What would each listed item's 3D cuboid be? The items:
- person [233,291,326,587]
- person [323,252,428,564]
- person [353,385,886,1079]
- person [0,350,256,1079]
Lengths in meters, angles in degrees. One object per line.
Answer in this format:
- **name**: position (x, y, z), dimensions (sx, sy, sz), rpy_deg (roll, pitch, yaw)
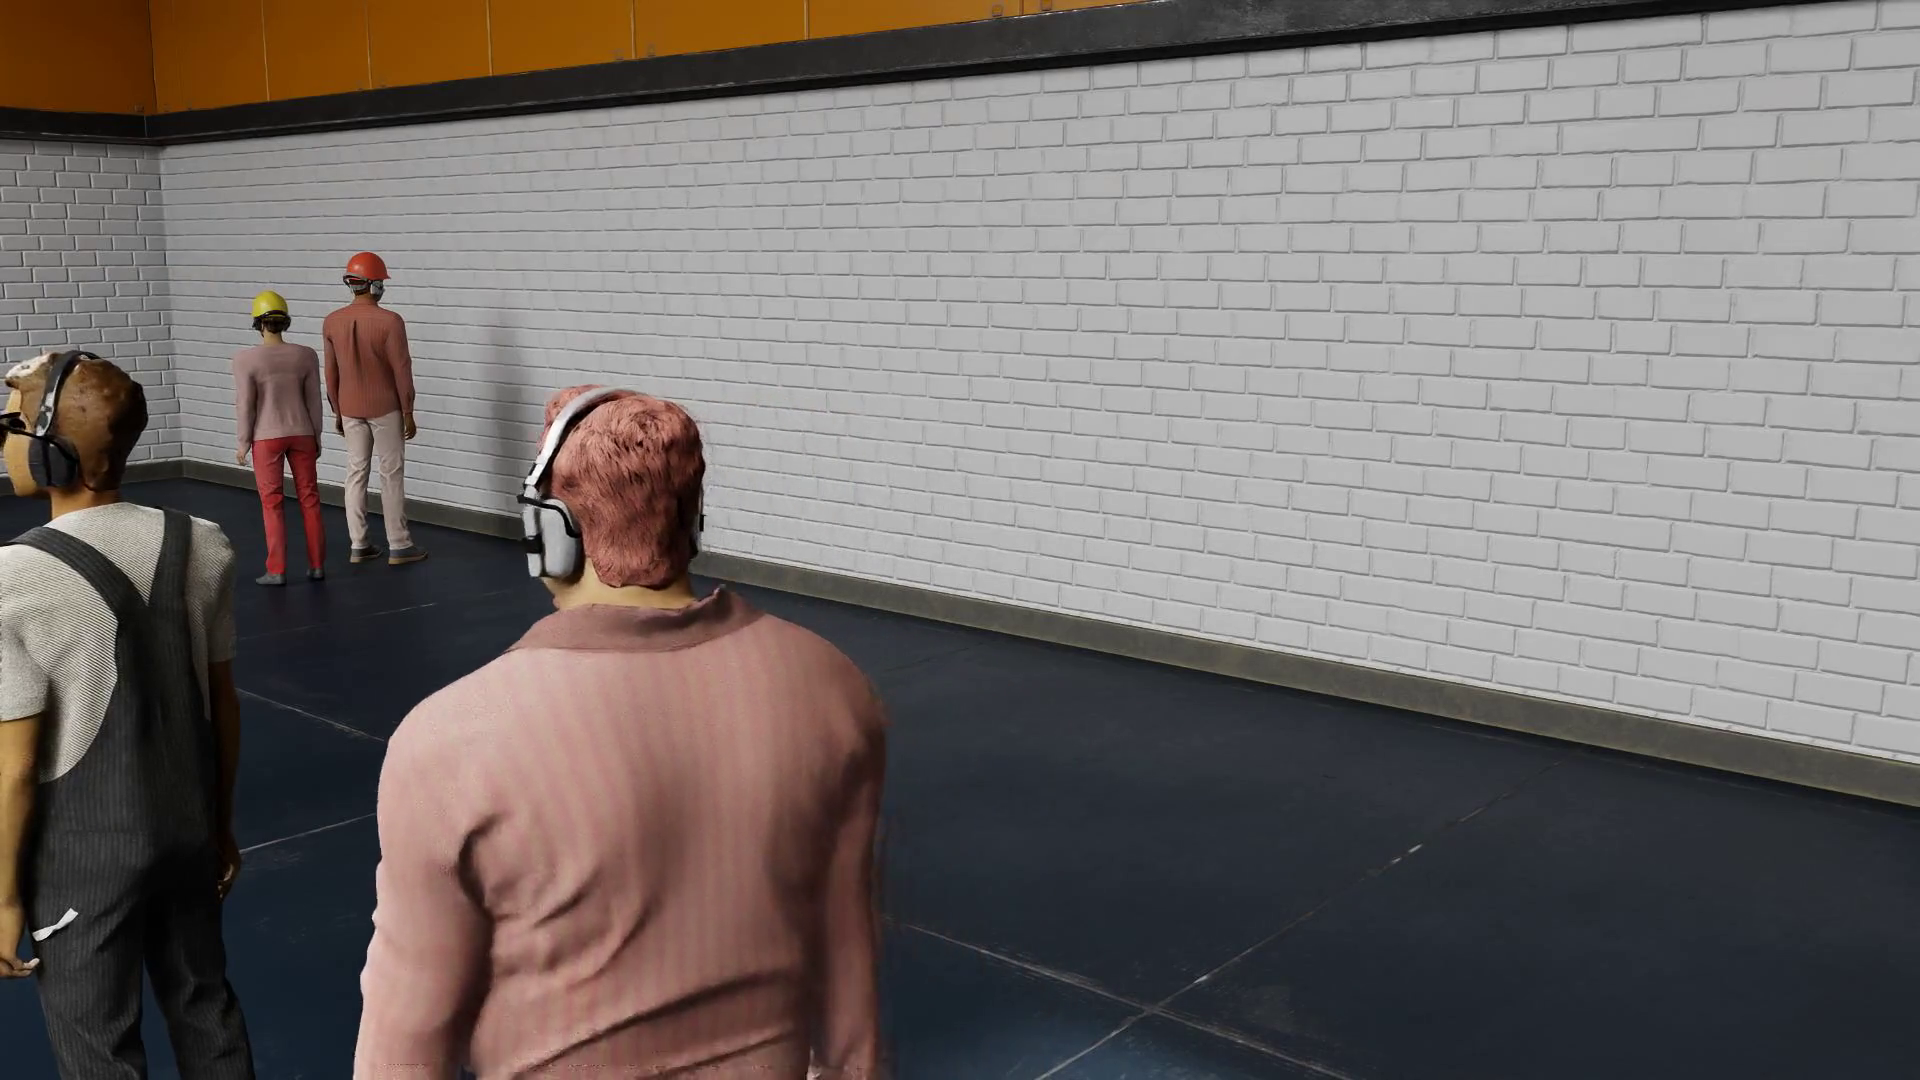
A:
- **person**: position (-4.080, -0.601, 9.983), dimensions (0.523, 1.769, 0.315), rpy_deg (-10, 14, -44)
- **person**: position (-3.762, -0.837, 10.677), dimensions (0.609, 1.996, 0.379), rpy_deg (3, 10, 15)
- **person**: position (-0.397, 0.740, 2.071), dimensions (0.658, 1.871, 0.942), rpy_deg (-8, 13, -38)
- **person**: position (-1.540, 0.579, 3.040), dimensions (0.345, 1.847, 0.508), rpy_deg (5, 11, 26)
